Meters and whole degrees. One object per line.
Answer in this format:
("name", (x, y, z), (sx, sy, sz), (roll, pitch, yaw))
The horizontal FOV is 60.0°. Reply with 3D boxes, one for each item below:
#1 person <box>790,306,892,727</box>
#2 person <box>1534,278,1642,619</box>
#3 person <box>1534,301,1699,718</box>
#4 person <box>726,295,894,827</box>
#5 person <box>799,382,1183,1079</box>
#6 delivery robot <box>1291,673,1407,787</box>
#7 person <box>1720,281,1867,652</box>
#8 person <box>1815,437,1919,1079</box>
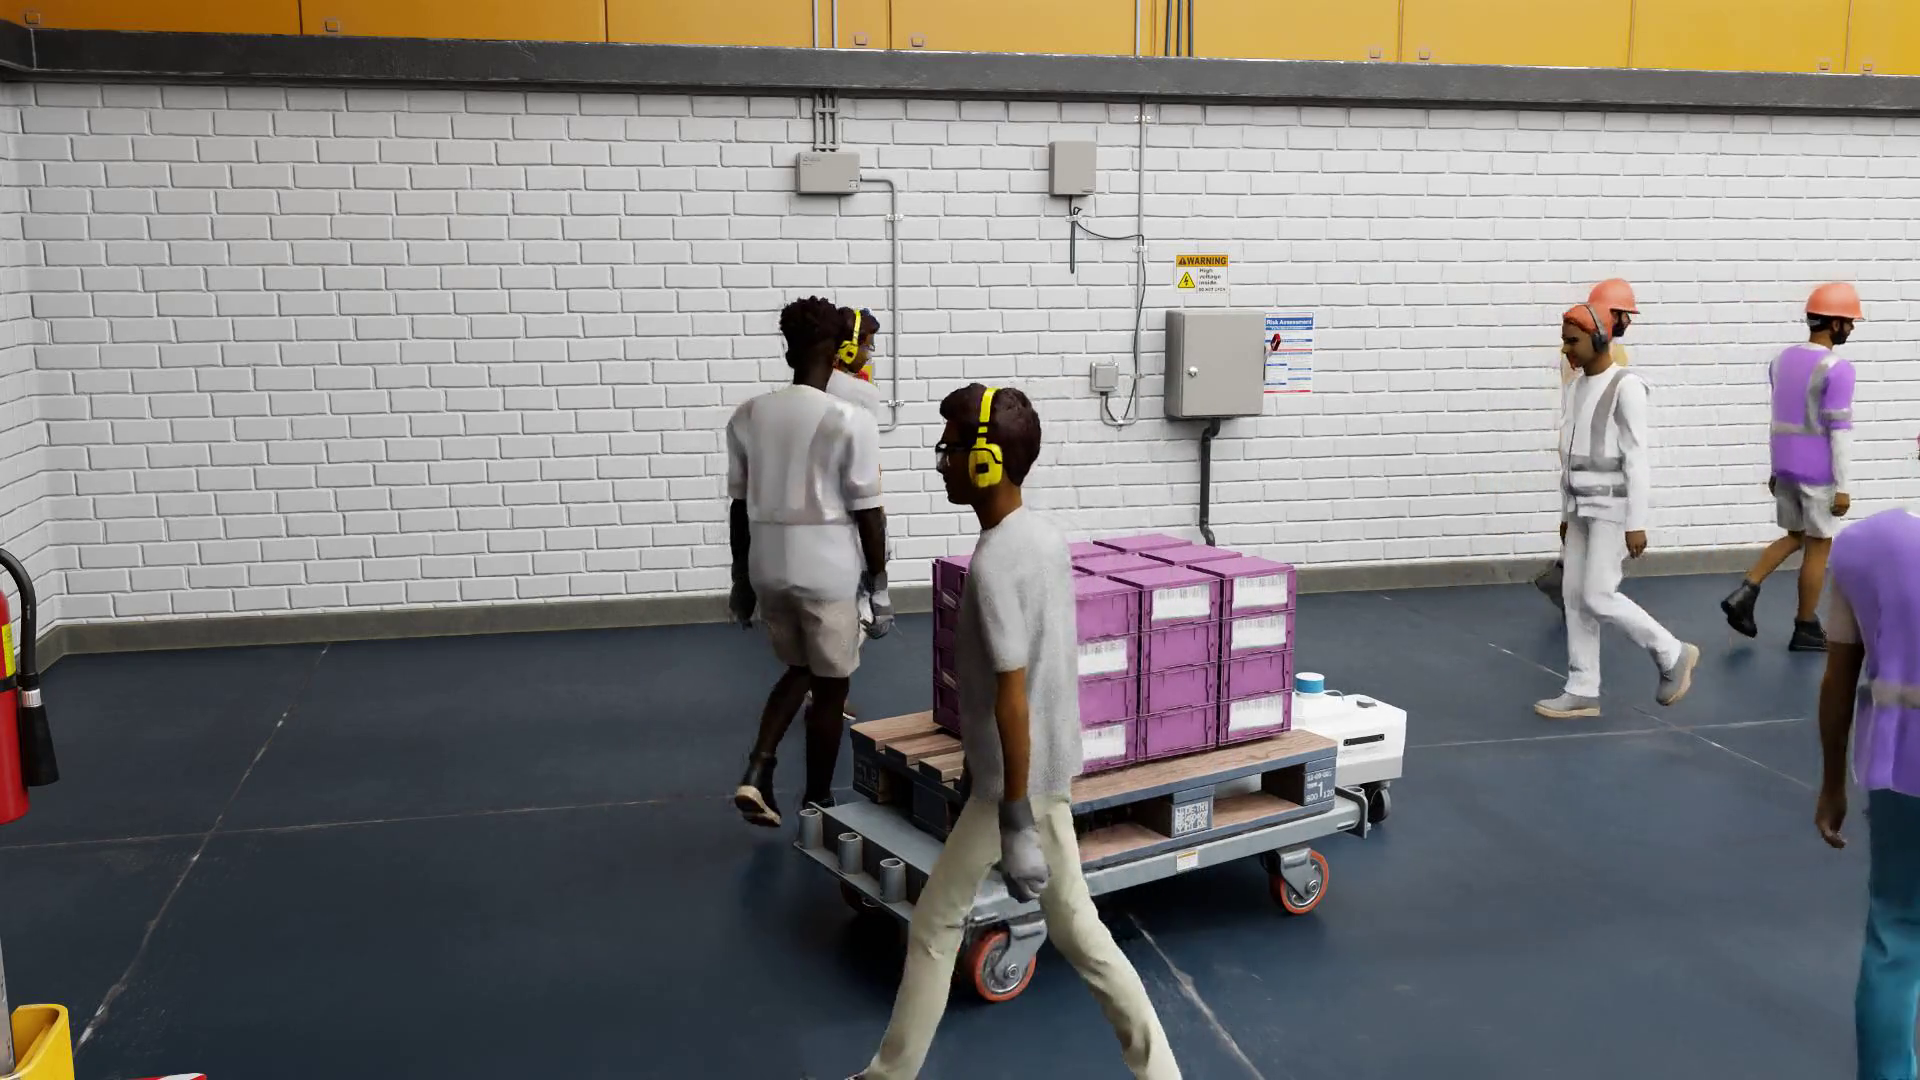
("person", (-0.546, -0.088, 7.257), (0.657, 1.845, 0.398), (7, 12, 32))
("person", (3.505, -0.484, 9.226), (0.462, 1.921, 0.555), (-2, 10, -9))
("person", (2.926, -0.120, 7.390), (0.618, 1.864, 0.629), (-1, 10, -6))
("person", (-0.533, 0.127, 5.799), (0.621, 1.938, 0.450), (7, 12, 35))
("person", (0.118, 0.550, 3.820), (0.996, 1.820, 0.530), (4, 11, 19))
("delivery robot", (1.268, 0.727, 6.058), (0.707, 0.478, 0.477), (-5, 11, -24))
("person", (4.327, -0.358, 8.529), (0.556, 1.925, 0.570), (-2, 10, -11))
("person", (2.197, 0.566, 3.673), (0.467, 1.850, 0.597), (-9, 13, -40))
